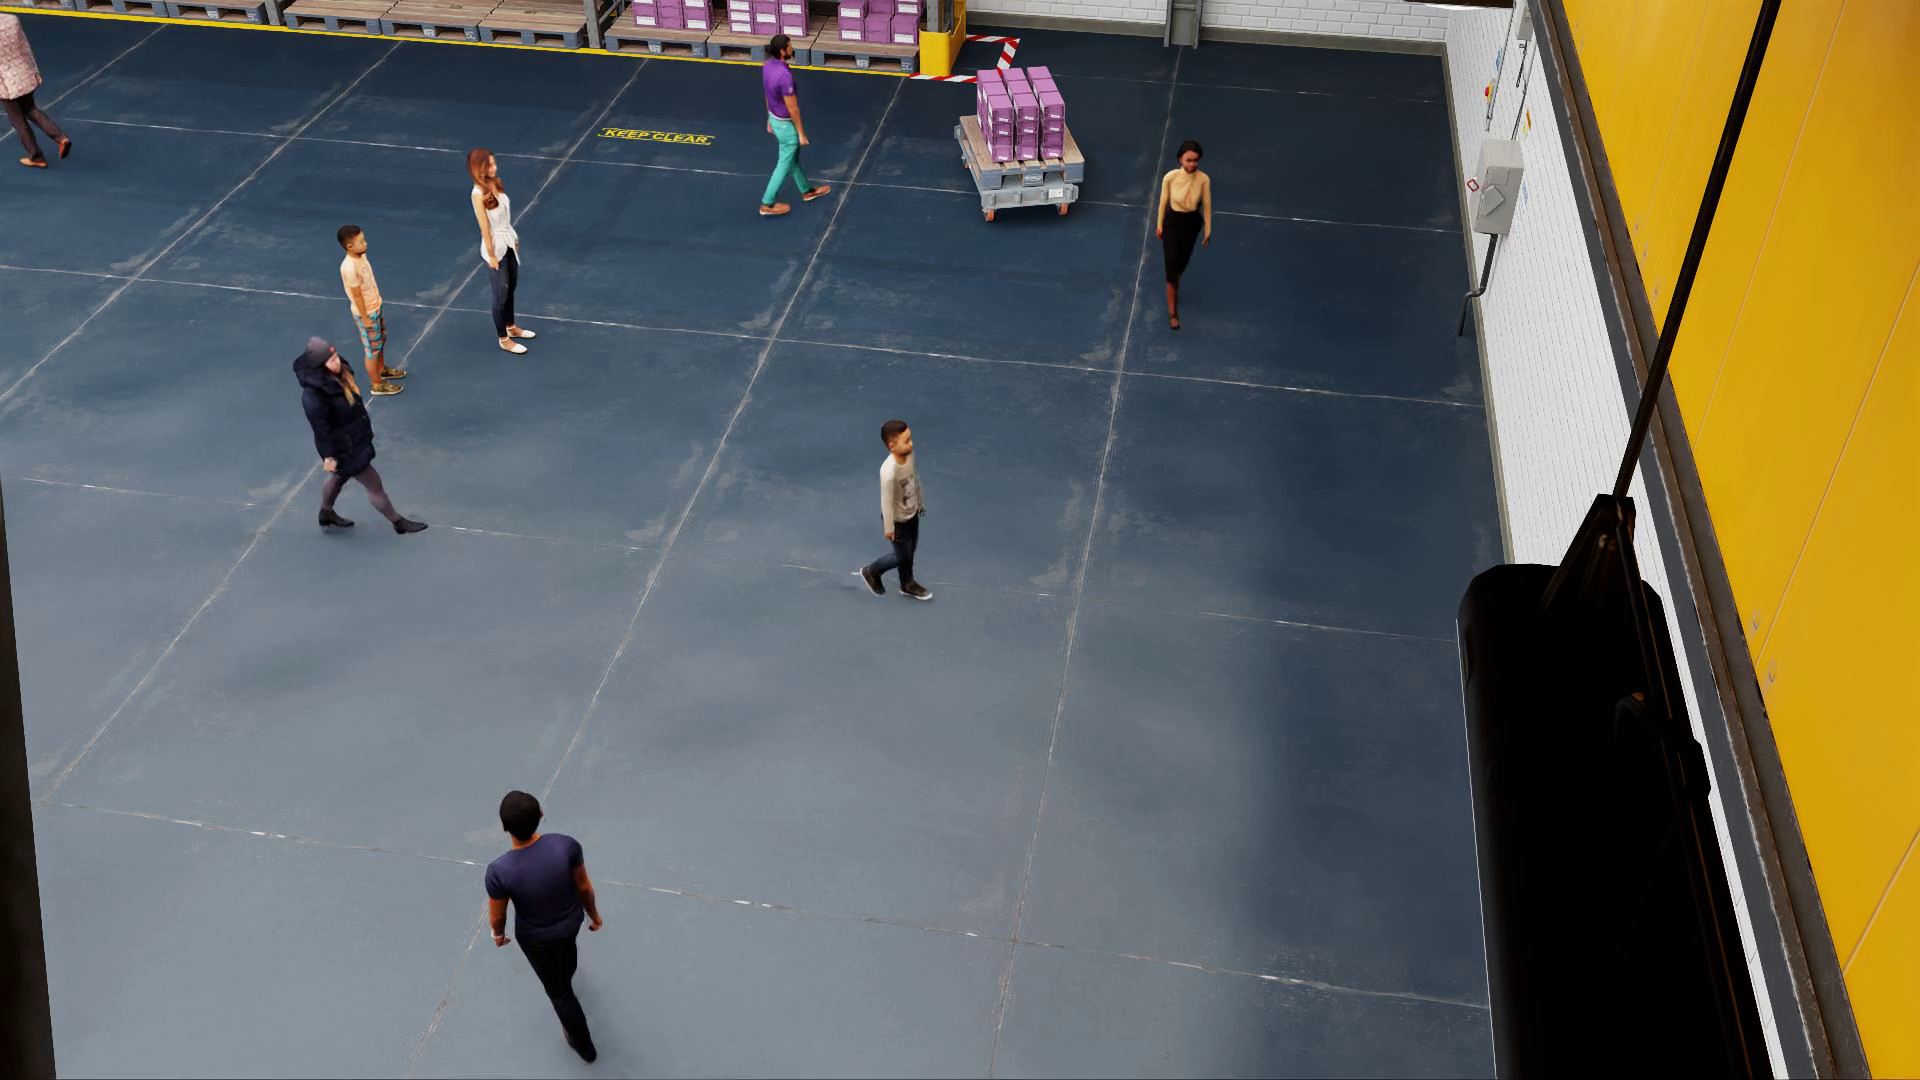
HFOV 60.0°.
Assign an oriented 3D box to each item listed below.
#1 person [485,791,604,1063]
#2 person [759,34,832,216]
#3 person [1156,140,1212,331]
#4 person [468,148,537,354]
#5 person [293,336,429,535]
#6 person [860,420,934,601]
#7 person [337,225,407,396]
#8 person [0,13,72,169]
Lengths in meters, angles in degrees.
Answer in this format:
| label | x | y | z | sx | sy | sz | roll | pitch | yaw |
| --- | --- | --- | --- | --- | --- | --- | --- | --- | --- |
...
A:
| label | x | y | z | sx | sy | sz | roll | pitch | yaw |
| --- | --- | --- | --- | --- | --- | --- | --- | --- | --- |
| person | -2.004 | 1.979 | 8.264 | 0.999 | 1.770 | 1.067 | -25 | 45 | -28 |
| person | -1.710 | -3.859 | 15.597 | 1.134 | 1.741 | 1.017 | -19 | 42 | -22 |
| person | 1.885 | -2.666 | 14.208 | 1.005 | 1.610 | 0.806 | -2 | 39 | -3 |
| person | -3.819 | -2.403 | 13.739 | 0.507 | 1.784 | 0.593 | 6 | 39 | 8 |
| person | -4.416 | -0.697 | 11.724 | 1.089 | 1.635 | 0.766 | 2 | 39 | 2 |
| person | -0.459 | -0.190 | 11.234 | 0.759 | 1.452 | 0.626 | 14 | 41 | 17 |
| person | -4.749 | -1.844 | 13.301 | 0.544 | 1.458 | 0.551 | -2 | 39 | -2 |
| person | -9.252 | -4.496 | 16.355 | 0.863 | 1.791 | 0.758 | 13 | 40 | 15 |
